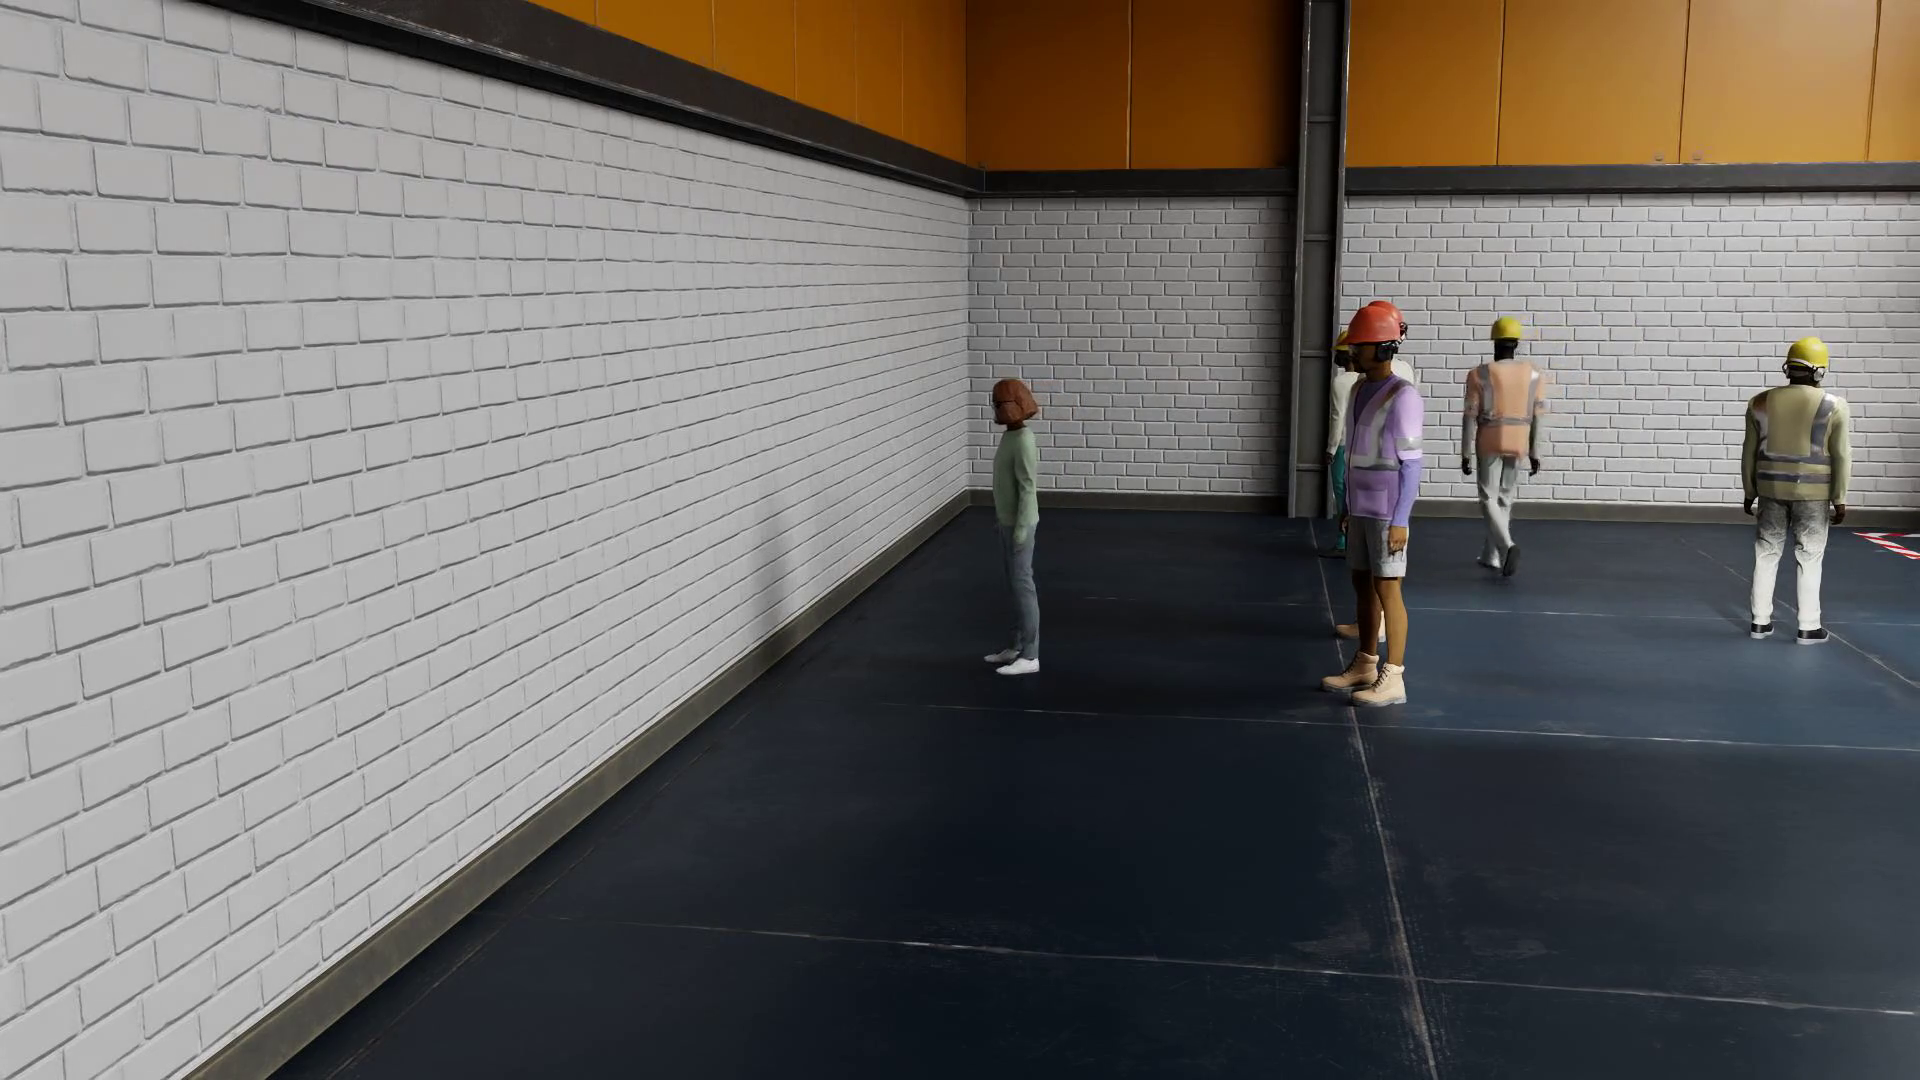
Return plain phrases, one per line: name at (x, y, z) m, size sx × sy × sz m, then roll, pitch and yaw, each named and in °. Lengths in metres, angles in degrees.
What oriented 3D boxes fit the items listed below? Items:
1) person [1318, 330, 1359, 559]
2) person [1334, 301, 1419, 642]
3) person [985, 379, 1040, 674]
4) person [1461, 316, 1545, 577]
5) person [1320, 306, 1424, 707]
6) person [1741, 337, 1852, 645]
person at (2.992, -0.734, 12.886) m, size 0.534 × 1.767 × 0.315 m, roll -9°, pitch 13°, yaw -44°
person at (2.501, -0.411, 10.023) m, size 0.373 × 2.043 × 0.615 m, roll 7°, pitch 11°, yaw 37°
person at (0.296, -0.075, 9.212) m, size 0.268 × 1.630 × 0.507 m, roll -2°, pitch 9°, yaw -10°
person at (3.980, -0.684, 12.171) m, size 0.591 × 1.904 × 0.817 m, roll -1°, pitch 9°, yaw -4°
person at (2.100, -0.167, 8.515) m, size 0.393 × 2.041 × 0.613 m, roll -2°, pitch 9°, yaw -15°
person at (5.004, -0.295, 9.962) m, size 0.600 × 1.829 × 0.404 m, roll 8°, pitch 12°, yaw 43°
